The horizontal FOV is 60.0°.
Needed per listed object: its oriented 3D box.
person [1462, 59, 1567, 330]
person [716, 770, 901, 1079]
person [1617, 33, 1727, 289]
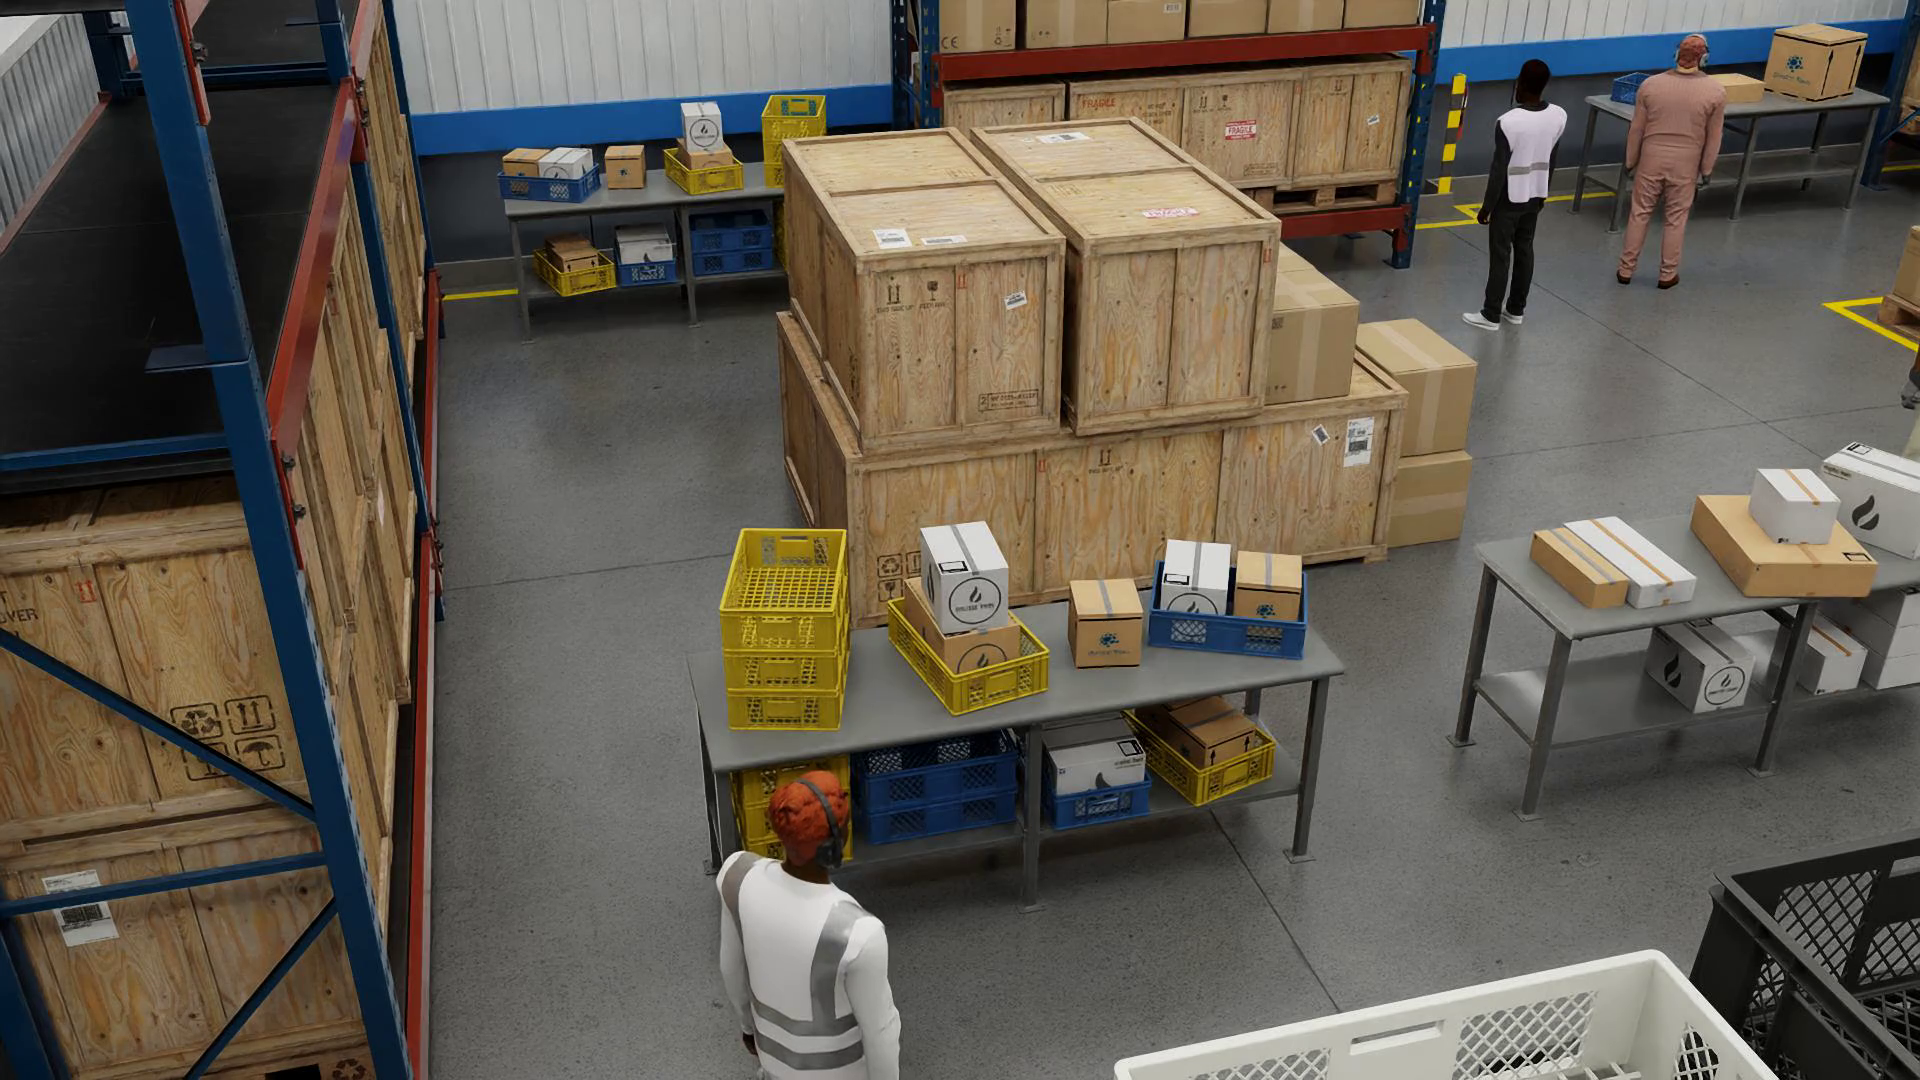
[{"bbox_3d":[3.956,-2.436,11.814,0.593,1.920,0.392,-14,32,-24],"label":"person"},{"bbox_3d":[-0.409,1.463,4.772,0.583,1.882,0.338,19,34,30],"label":"person"},{"bbox_3d":[5.369,-2.855,12.587,0.651,1.906,0.409,13,31,22],"label":"person"}]
